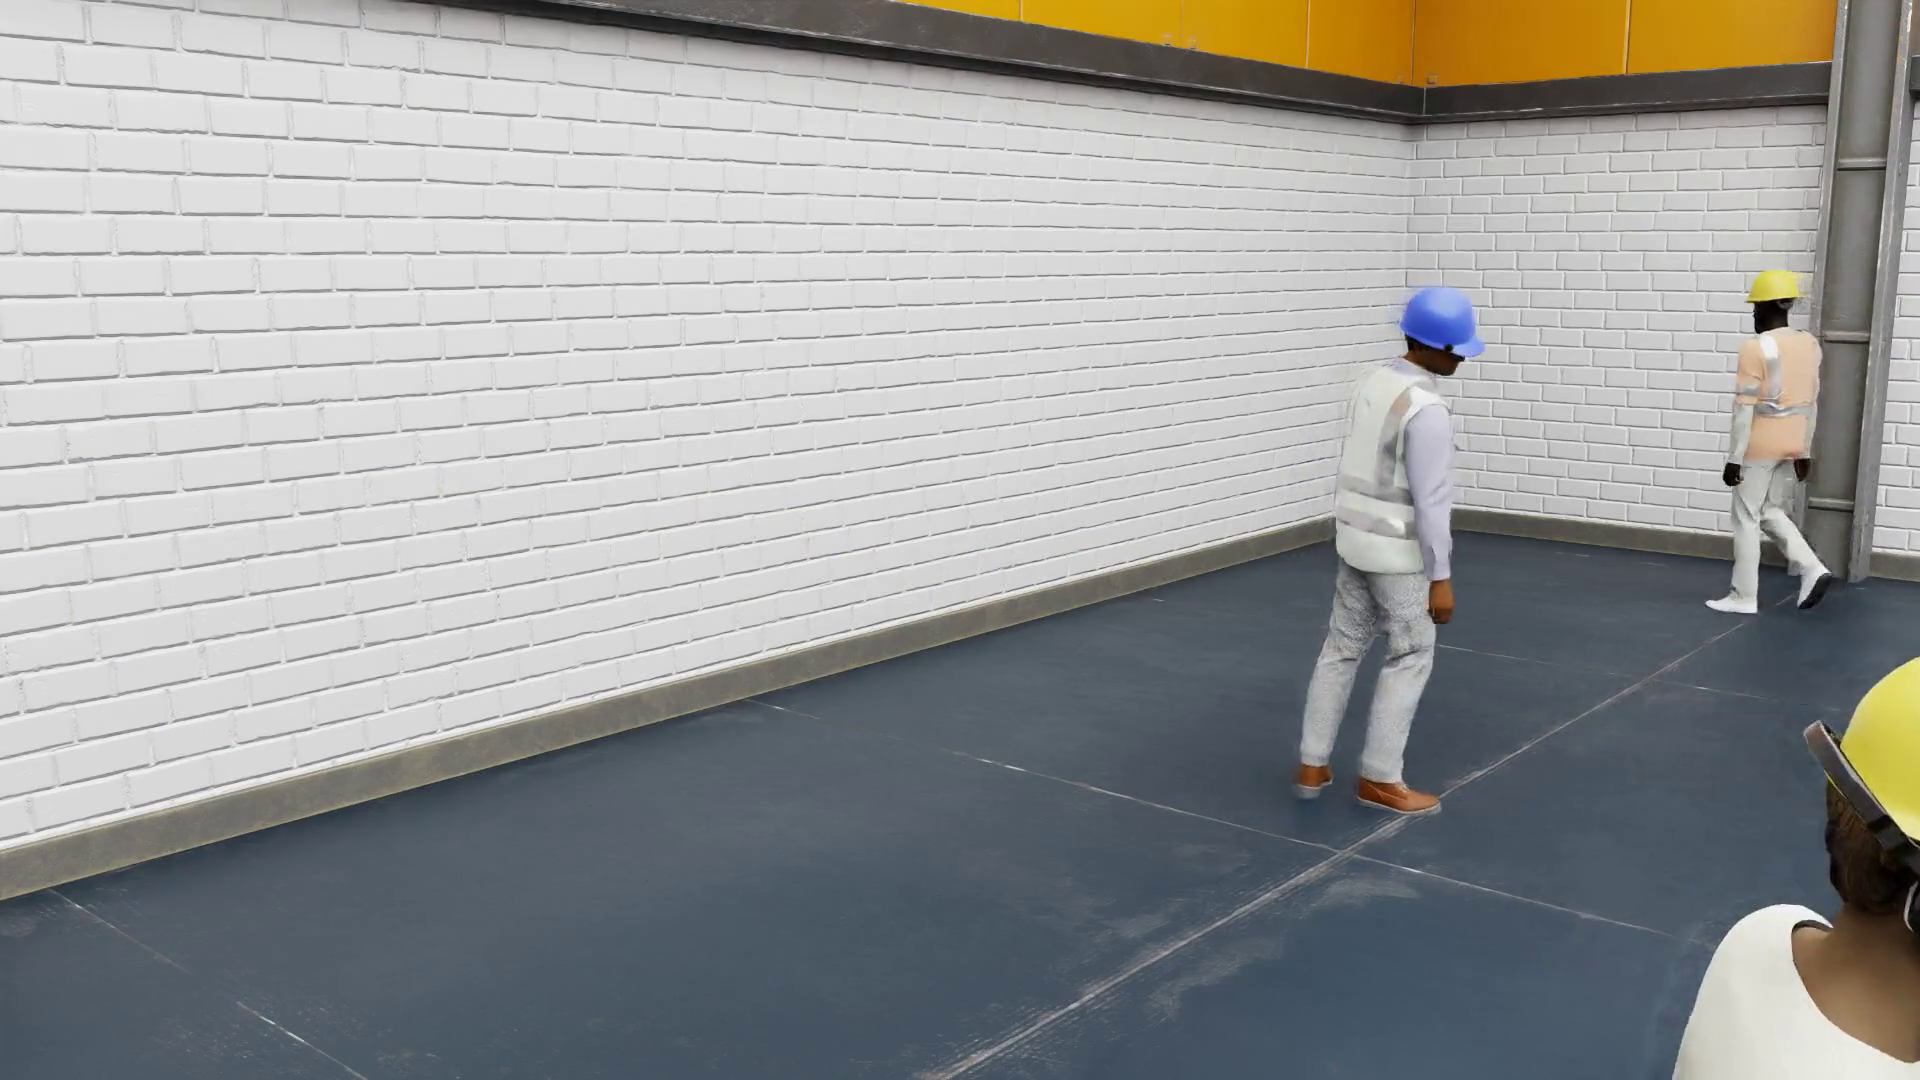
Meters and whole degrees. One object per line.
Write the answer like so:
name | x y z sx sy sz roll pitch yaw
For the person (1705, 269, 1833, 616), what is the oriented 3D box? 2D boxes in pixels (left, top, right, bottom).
person | 4.428 -0.507 9.048 0.588 1.913 0.534 -6 12 -30

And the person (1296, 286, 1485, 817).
person | 1.497 0.049 5.933 0.530 1.897 0.681 -2 10 -10

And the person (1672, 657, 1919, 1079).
person | 0.744 0.919 1.472 0.783 1.711 0.543 4 11 19
